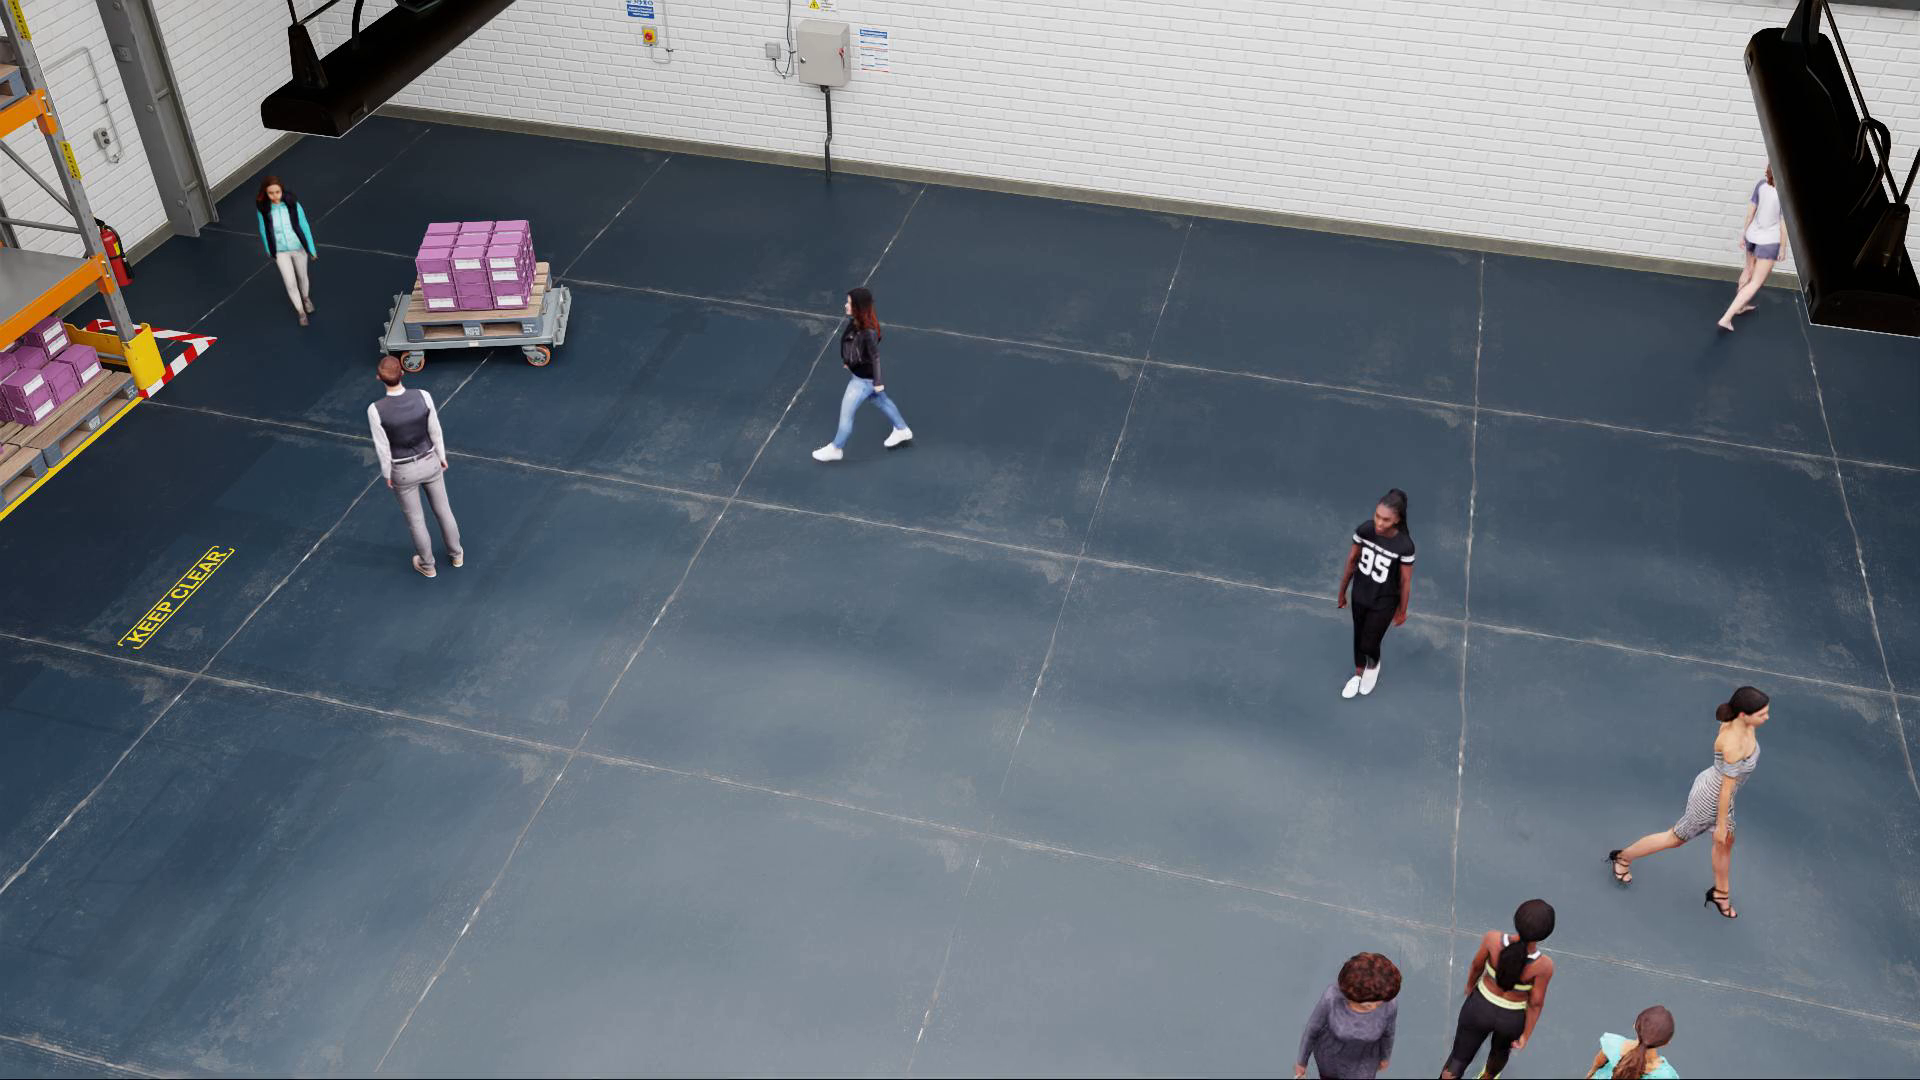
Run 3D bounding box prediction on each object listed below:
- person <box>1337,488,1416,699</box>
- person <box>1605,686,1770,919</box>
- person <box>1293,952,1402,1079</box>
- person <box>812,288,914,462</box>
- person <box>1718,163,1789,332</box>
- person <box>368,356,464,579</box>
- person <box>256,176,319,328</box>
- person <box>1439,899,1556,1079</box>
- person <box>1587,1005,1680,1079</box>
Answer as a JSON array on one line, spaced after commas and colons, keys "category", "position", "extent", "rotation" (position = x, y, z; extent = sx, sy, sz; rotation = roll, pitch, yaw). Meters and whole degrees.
[{"category": "person", "position": [2.924, 0.367, 11.566], "extent": [0.756, 1.723, 0.788], "rotation": [30, 48, 32]}, {"category": "person", "position": [4.419, 1.564, 10.024], "extent": [0.906, 1.777, 1.062], "rotation": [24, 44, 27]}, {"category": "person", "position": [2.029, 2.642, 8.756], "extent": [0.638, 1.675, 1.016], "rotation": [9, 40, 11]}, {"category": "person", "position": [-0.725, -1.378, 13.859], "extent": [1.087, 1.588, 1.163], "rotation": [-10, 40, -13]}, {"category": "person", "position": [7.427, -2.761, 15.460], "extent": [0.958, 1.753, 0.936], "rotation": [-16, 41, -19]}, {"category": "person", "position": [-4.114, -0.561, 12.556], "extent": [0.733, 1.938, 0.802], "rotation": [-22, 43, -25]}, {"category": "person", "position": [-6.354, -2.802, 15.731], "extent": [0.825, 1.478, 0.898], "rotation": [-18, 42, -21]}, {"category": "person", "position": [2.791, 2.577, 8.796], "extent": [0.766, 1.727, 1.108], "rotation": [22, 43, 25]}, {"category": "person", "position": [3.312, 2.947, 8.496], "extent": [0.758, 1.523, 1.109], "rotation": [21, 43, 25]}]
